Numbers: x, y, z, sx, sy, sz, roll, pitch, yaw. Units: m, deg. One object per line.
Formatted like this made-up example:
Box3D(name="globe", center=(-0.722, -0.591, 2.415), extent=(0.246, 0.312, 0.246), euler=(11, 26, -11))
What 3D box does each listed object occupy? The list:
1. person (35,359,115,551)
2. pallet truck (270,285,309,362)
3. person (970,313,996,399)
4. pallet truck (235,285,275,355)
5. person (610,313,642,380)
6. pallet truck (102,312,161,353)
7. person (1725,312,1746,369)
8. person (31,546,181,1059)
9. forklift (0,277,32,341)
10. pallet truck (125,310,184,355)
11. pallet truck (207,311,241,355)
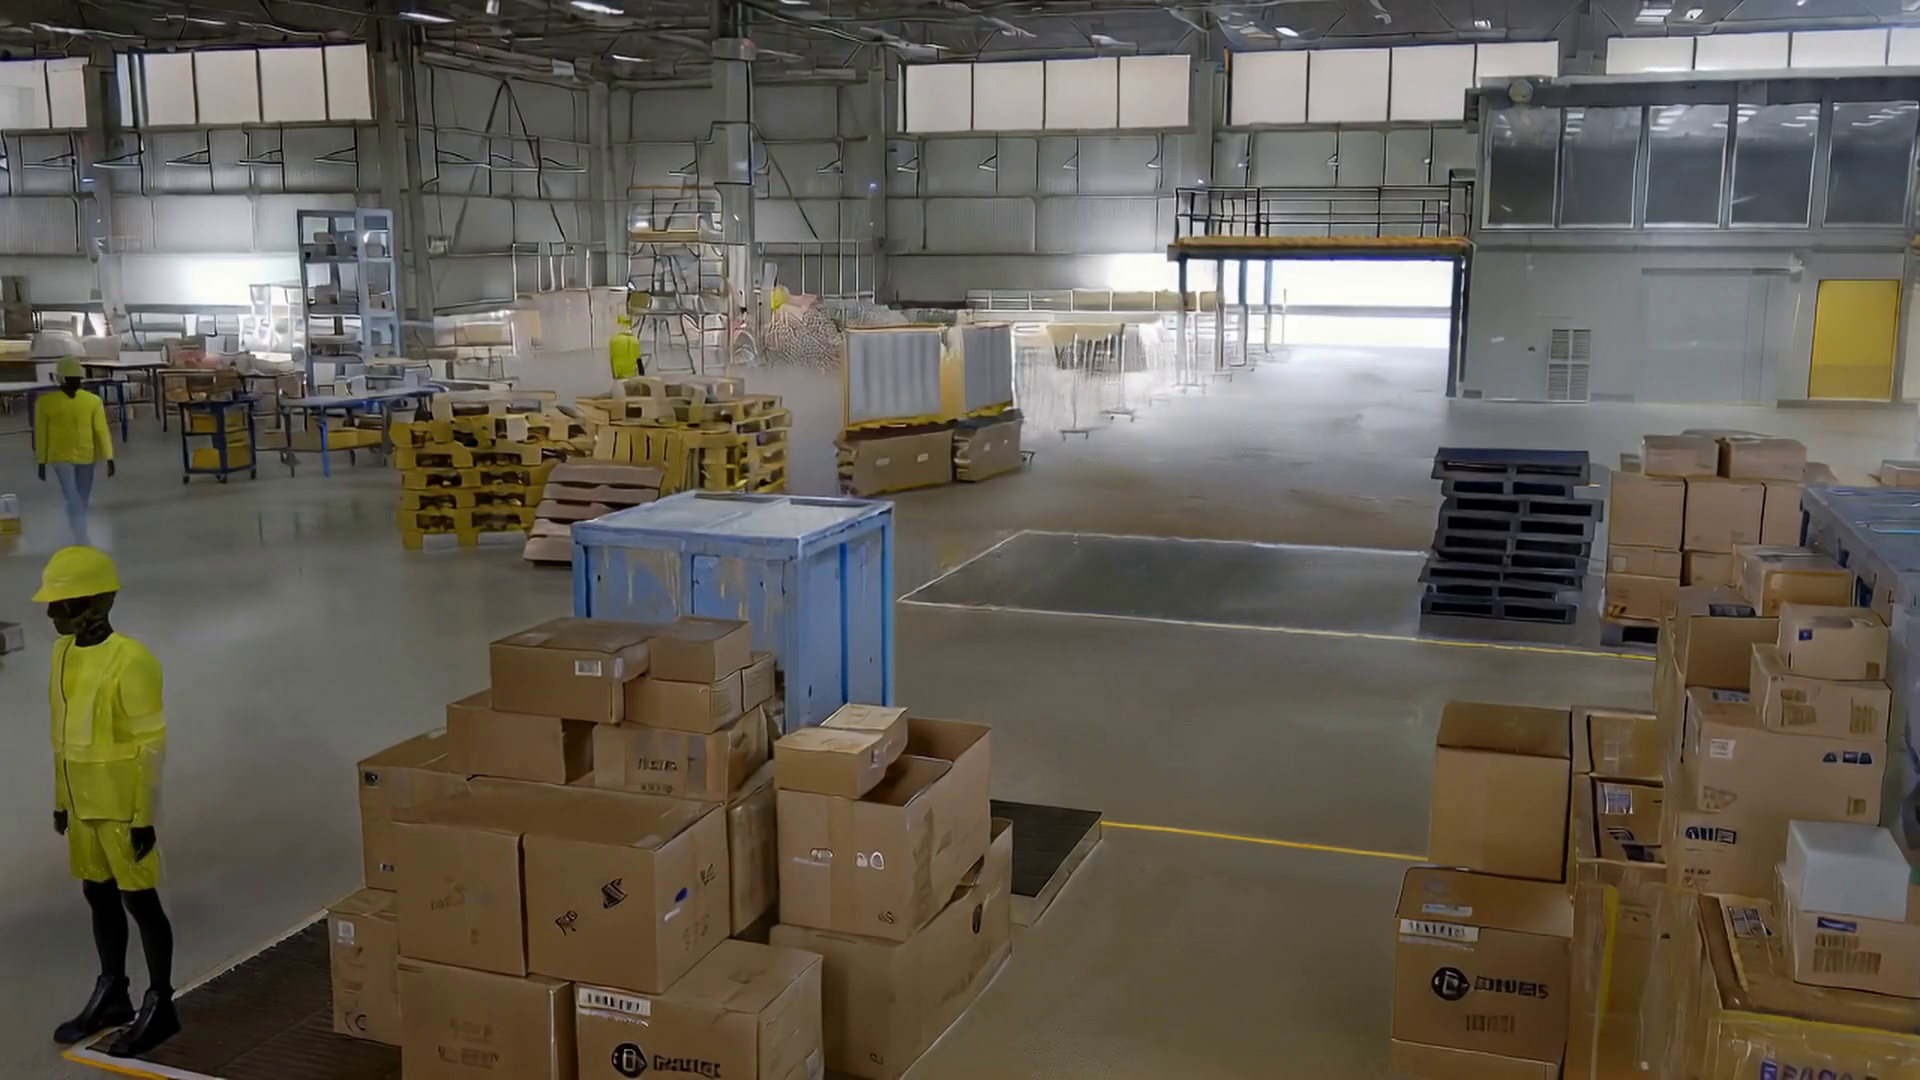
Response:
Box3D(name="person", center=(-8.582, -0.790, 16.175), extent=(0.638, 1.932, 1.040), euler=(-9, 14, -42))
Box3D(name="pallet truck", center=(-17.147, -5.700, 43.663), extent=(0.823, 1.965, 1.885), euler=(3, 11, 17))
Box3D(name="person", center=(0.474, -3.684, 33.142), extent=(0.490, 1.704, 0.856), euler=(4, 11, 22))
Box3D(name="pallet truck", center=(-18.327, -5.835, 44.421), extent=(0.823, 1.965, 1.885), euler=(4, 11, 23))
Box3D(name="person", center=(-5.354, -2.678, 26.813), extent=(0.550, 1.935, 0.376), euler=(4, 11, 21))
Box3D(name="pallet truck", center=(-23.057, -5.777, 46.261), extent=(0.680, 1.201, 1.601), euler=(3, 11, 19))
Box3D(name="person", center=(18.272, -4.720, 39.174), extent=(0.497, 1.625, 0.287), euler=(6, 12, 31))
Box3D(name="person", center=(-3.210, 0.976, 6.228), extent=(0.542, 1.939, 0.362), euler=(5, 11, 26))
Box3D(name="forklift", center=(-27.151, -6.329, 46.328), extent=(1.157, 1.987, 2.680), euler=(3, 11, 17))
Box3D(name="pallet truck", center=(-22.038, -5.665, 45.457), extent=(0.704, 1.261, 1.522), euler=(3, 11, 17))
Box3D(name="pallet truck", center=(-19.537, -5.575, 44.913), extent=(0.653, 1.274, 1.630), euler=(3, 11, 19))
